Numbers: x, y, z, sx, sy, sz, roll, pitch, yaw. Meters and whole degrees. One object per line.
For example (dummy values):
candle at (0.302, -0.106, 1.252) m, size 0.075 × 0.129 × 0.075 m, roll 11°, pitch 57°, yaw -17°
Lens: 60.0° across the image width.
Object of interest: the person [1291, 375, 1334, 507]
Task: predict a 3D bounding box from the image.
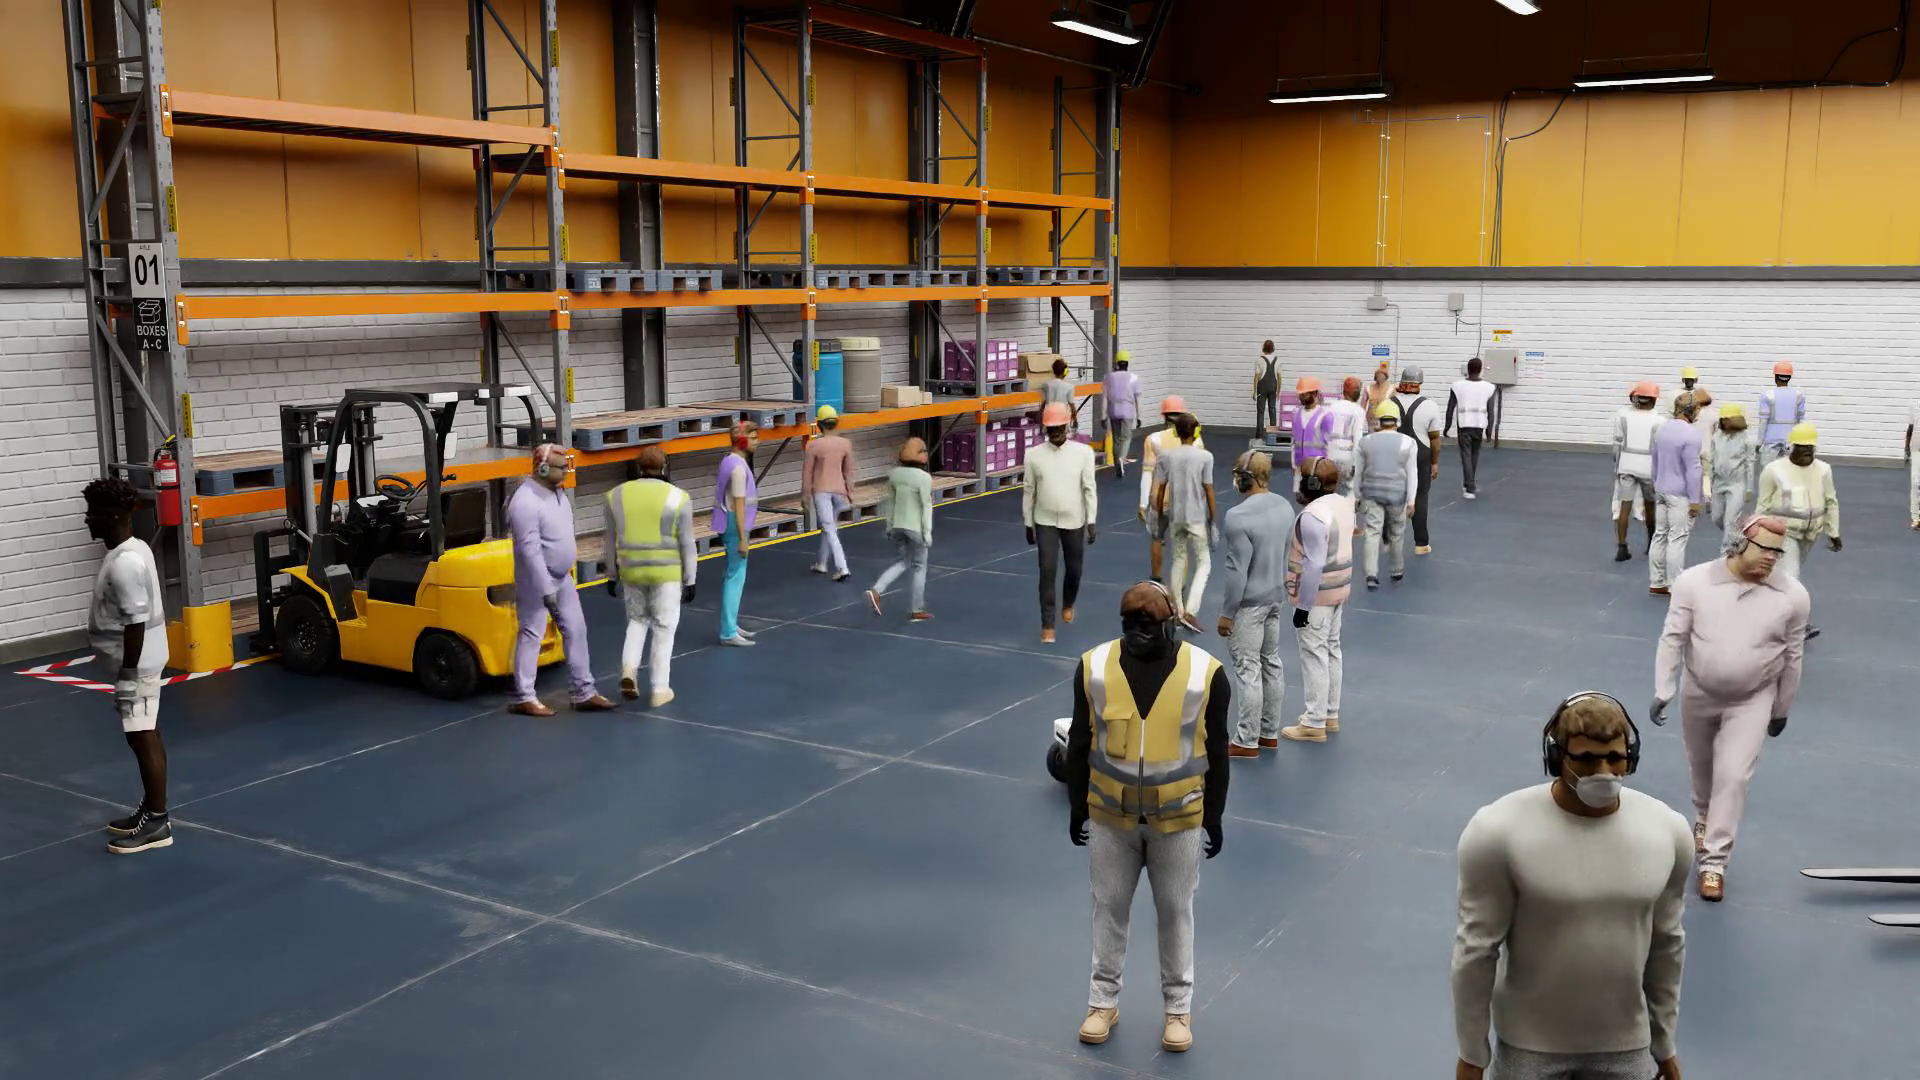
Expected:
person at (3.891, -0.859, 18.257) m, size 0.748 × 1.913 × 0.544 m, roll -8°, pitch 12°, yaw -42°

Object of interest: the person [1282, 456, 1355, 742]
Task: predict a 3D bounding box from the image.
person at (2.301, 0.375, 10.756) m, size 0.429 × 1.841 × 0.633 m, roll 6°, pitch 11°, yaw 32°

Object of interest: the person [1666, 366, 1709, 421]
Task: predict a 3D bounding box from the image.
person at (9.964, -1.509, 22.786) m, size 0.537 × 1.754 × 0.366 m, roll 4°, pitch 10°, yaw 21°

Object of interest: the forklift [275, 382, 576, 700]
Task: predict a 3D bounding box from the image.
forklift at (-3.974, -0.067, 12.417) m, size 2.313 × 2.155 × 1.214 m, roll 5°, pitch 11°, yaw 30°

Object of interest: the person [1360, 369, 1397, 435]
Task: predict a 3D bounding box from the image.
person at (6.260, -1.775, 24.959) m, size 0.541 × 1.577 × 0.896 m, roll 5°, pitch 10°, yaw 28°

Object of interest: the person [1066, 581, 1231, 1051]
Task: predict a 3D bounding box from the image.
person at (0.720, 1.063, 6.464) m, size 0.635 × 1.840 × 0.429 m, roll 2°, pitch 9°, yaw 13°

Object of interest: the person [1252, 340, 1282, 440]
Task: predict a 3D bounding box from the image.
person at (5.463, -2.634, 29.572) m, size 0.510 × 1.841 × 0.347 m, roll -2°, pitch 9°, yaw -10°

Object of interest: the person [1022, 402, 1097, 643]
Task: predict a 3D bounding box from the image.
person at (0.826, -0.175, 13.811) m, size 0.619 × 1.968 × 0.825 m, roll 0°, pitch 9°, yaw 3°

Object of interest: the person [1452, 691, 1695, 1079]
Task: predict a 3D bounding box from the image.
person at (1.620, 1.339, 4.438) m, size 0.635 × 1.937 × 0.352 m, roll -1°, pitch 9°, yaw -4°

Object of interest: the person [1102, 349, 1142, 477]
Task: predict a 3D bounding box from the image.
person at (2.378, -1.865, 24.581) m, size 0.592 × 1.904 × 0.790 m, roll 3°, pitch 10°, yaw 18°

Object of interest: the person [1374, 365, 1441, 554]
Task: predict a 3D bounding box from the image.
person at (4.831, -0.871, 17.913) m, size 0.689 × 2.000 × 0.537 m, roll 4°, pitch 10°, yaw 25°

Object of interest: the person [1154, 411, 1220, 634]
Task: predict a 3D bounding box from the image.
person at (1.895, -0.149, 13.977) m, size 0.597 × 1.871 × 0.449 m, roll 6°, pitch 11°, yaw 31°

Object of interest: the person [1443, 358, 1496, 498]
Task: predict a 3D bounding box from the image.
person at (6.903, -1.526, 22.543) m, size 0.609 × 1.864 × 0.988 m, roll 0°, pitch 9°, yaw 3°

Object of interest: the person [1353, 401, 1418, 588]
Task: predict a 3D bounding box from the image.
person at (4.075, -0.432, 15.925) m, size 0.610 × 1.804 × 0.766 m, roll 4°, pitch 10°, yaw 24°

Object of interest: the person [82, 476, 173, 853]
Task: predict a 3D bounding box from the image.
person at (-4.341, 0.642, 8.697) m, size 0.369 × 1.967 × 0.601 m, roll -4°, pitch 10°, yaw -22°

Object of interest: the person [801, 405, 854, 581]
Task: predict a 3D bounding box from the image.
person at (-1.294, -0.472, 16.403) m, size 0.532 × 1.725 × 0.883 m, roll -6°, pitch 11°, yaw -34°

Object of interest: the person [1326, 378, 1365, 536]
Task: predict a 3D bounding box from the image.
person at (4.312, -0.920, 18.923) m, size 0.689 × 1.836 × 0.582 m, roll -8°, pitch 12°, yaw -41°

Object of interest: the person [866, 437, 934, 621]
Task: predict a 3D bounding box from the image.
person at (-0.502, -0.076, 14.298) m, size 0.508 × 1.616 × 0.576 m, roll 9°, pitch 13°, yaw 44°

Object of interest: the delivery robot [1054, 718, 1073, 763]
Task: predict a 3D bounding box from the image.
delivery robot at (0.920, 1.143, 9.648) m, size 0.707 × 0.478 × 0.477 m, roll -3°, pitch 10°, yaw -14°

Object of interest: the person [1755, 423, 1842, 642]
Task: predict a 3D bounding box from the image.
person at (6.931, -0.071, 13.721) m, size 0.598 × 1.780 × 0.958 m, roll -1°, pitch 9°, yaw -6°

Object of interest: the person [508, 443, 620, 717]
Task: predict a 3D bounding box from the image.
person at (-2.701, 0.288, 11.205) m, size 0.808 × 1.875 × 0.660 m, roll 2°, pitch 9°, yaw 13°

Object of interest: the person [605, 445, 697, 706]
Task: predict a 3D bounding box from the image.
person at (-2.138, 0.260, 11.533) m, size 0.659 × 1.821 × 0.475 m, roll 1°, pitch 9°, yaw 9°

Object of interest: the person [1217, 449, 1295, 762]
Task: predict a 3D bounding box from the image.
person at (1.806, 0.402, 10.284) m, size 0.373 × 1.940 × 0.629 m, roll 8°, pitch 12°, yaw 41°

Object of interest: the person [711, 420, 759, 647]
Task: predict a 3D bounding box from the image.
person at (-1.815, -0.054, 13.486) m, size 0.404 × 1.831 × 0.574 m, roll -2°, pitch 9°, yaw -10°

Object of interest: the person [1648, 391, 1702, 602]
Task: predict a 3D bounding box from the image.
person at (6.576, -0.394, 15.292) m, size 0.401 × 1.942 × 0.635 m, roll -1°, pitch 9°, yaw -8°

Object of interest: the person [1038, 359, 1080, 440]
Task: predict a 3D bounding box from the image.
person at (1.389, -1.563, 22.861) m, size 0.493 × 1.833 × 0.912 m, roll 6°, pitch 11°, yaw 35°

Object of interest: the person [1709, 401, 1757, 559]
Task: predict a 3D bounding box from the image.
person at (7.920, -0.566, 17.019) m, size 0.663 × 1.721 × 0.483 m, roll -6°, pitch 11°, yaw -35°

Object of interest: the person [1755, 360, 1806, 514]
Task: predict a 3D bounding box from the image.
person at (10.126, -1.247, 20.574) m, size 0.542 × 1.939 × 0.369 m, roll 1°, pitch 9°, yaw 6°

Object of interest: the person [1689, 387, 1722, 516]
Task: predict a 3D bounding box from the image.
person at (9.151, -1.085, 20.563) m, size 0.529 × 1.610 × 0.412 m, roll 3°, pitch 10°, yaw 17°

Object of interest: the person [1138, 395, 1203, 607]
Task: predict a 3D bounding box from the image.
person at (1.920, -0.369, 15.219) m, size 0.616 × 1.899 × 0.818 m, roll 0°, pitch 9°, yaw -1°

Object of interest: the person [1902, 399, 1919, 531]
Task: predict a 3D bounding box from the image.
person at (11.398, -1.040, 19.581) m, size 0.517 × 1.849 × 0.649 m, roll 9°, pitch 12°, yaw 43°

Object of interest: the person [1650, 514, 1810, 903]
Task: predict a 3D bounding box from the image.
person at (3.836, 0.772, 8.296) m, size 0.650 × 1.849 × 1.023 m, roll 6°, pitch 11°, yaw 31°

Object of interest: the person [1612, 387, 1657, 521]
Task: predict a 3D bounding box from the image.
person at (8.205, -1.043, 20.248) m, size 0.514 × 1.636 × 0.314 m, roll 1°, pitch 9°, yaw 8°

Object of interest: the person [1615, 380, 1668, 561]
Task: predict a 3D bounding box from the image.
person at (7.214, -0.744, 17.601) m, size 0.548 × 1.883 × 0.985 m, roll 6°, pitch 11°, yaw 35°
